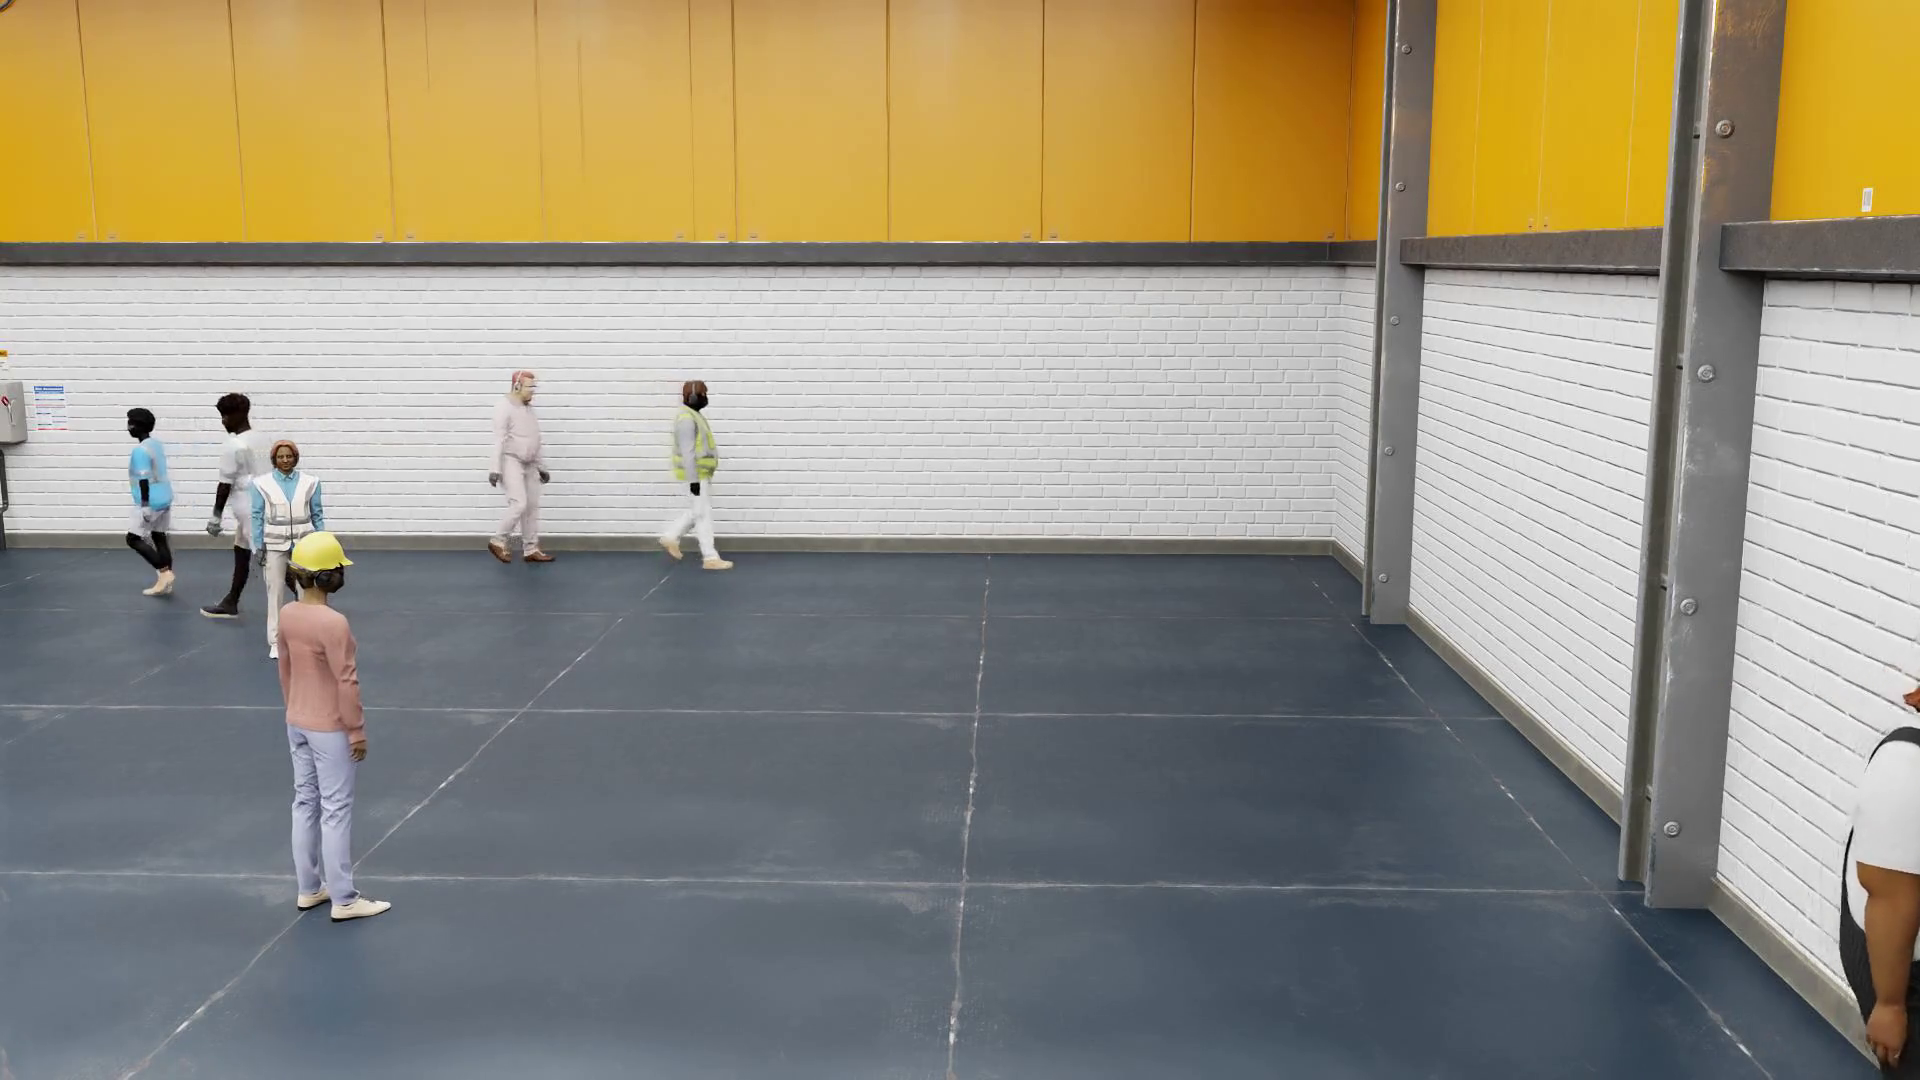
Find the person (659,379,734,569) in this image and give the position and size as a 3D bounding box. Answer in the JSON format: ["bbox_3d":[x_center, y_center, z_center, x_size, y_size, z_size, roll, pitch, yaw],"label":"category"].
[{"bbox_3d":[-2.540,-0.626,15.930,0.677,1.827,0.647,0,10,-1],"label":"person"}]

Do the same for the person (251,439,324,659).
[{"bbox_3d":[-5.021,0.061,12.457,0.511,1.641,0.308,-6,11,-31],"label":"person"}]

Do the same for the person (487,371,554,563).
[{"bbox_3d":[-4.312,-0.699,16.186,0.650,1.890,0.711,2,10,13],"label":"person"}]

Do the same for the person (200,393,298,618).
[{"bbox_3d":[-5.733,-0.250,13.565,1.071,1.909,0.600,1,10,5],"label":"person"}]

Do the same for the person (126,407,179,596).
[{"bbox_3d":[-7.103,-0.323,14.568,0.366,1.681,0.544,-1,10,-6],"label":"person"}]

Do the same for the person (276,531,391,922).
[{"bbox_3d":[-2.865,0.838,7.532,0.523,1.769,0.320,7,12,37],"label":"person"}]
